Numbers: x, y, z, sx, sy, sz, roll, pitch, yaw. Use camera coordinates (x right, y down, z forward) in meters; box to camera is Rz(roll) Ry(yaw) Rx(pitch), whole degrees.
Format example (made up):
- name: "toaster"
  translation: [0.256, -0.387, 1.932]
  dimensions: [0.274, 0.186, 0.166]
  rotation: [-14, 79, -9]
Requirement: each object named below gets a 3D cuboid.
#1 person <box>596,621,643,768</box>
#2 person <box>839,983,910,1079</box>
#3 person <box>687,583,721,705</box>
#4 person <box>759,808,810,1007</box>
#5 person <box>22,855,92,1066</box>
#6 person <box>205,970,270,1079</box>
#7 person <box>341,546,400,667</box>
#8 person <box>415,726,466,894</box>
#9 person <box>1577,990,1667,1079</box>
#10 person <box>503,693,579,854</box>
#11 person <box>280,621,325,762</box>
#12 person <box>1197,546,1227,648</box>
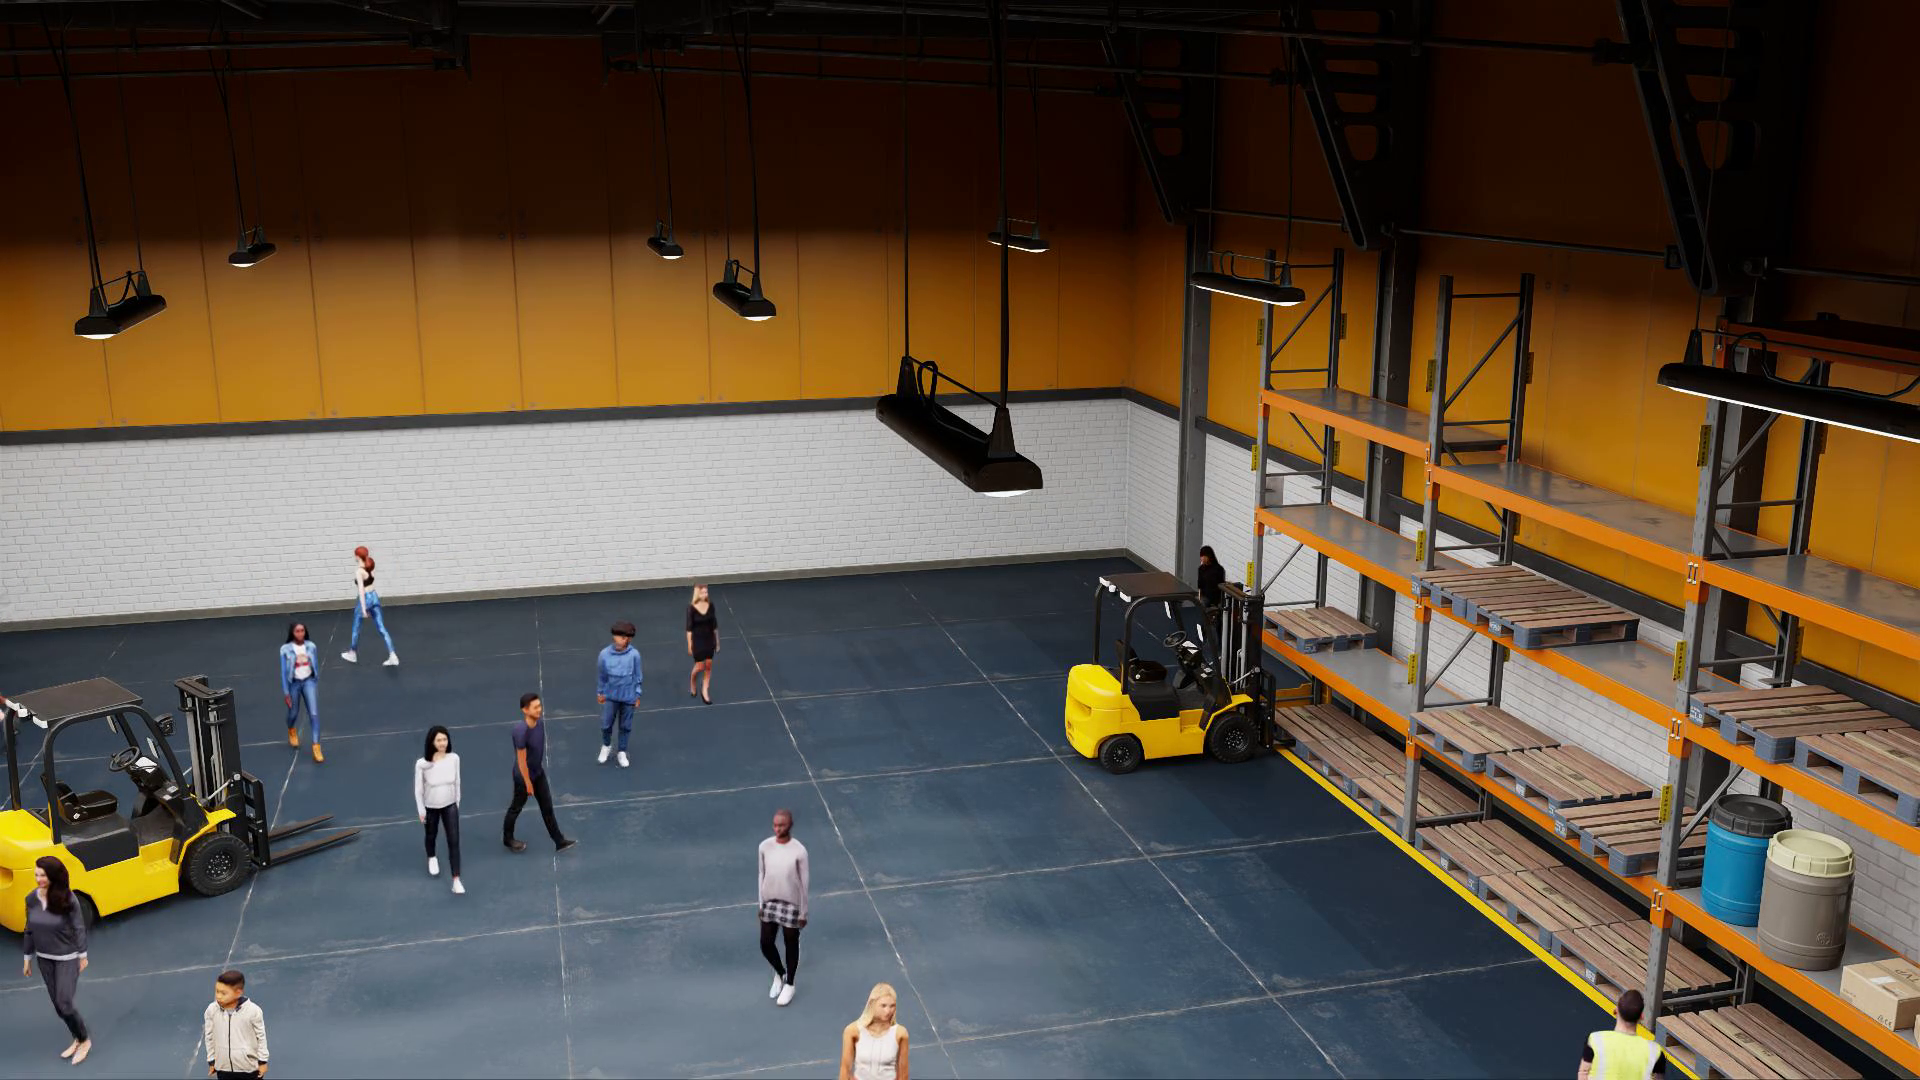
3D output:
- name: "person"
  translation: [-4.071, 1.820, 19.791]
  dimensions: [0.755, 1.789, 0.712]
  rotation: [0, 14, 2]
- name: "person"
  translation: [-0.596, 3.835, 11.486]
  dimensions: [0.783, 1.781, 0.980]
  rotation: [0, 14, 0]
- name: "person"
  translation: [-3.433, 1.353, 21.977]
  dimensions: [0.686, 1.668, 0.739]
  rotation: [-11, 17, -38]
- name: "person"
  translation: [-1.497, 3.132, 14.421]
  dimensions: [0.737, 1.768, 0.755]
  rotation: [4, 14, 15]
- name: "person"
  translation: [-7.273, 3.356, 13.520]
  dimensions: [0.731, 1.754, 0.768]
  rotation: [2, 14, 10]
- name: "person"
  translation: [-5.297, 3.824, 12.229]
  dimensions: [0.618, 1.452, 0.557]
  rotation: [-1, 14, -4]
- name: "person"
  translation: [-8.246, 0.975, 23.404]
  dimensions: [1.164, 1.731, 1.178]
  rotation: [6, 15, 23]
- name: "person"
  translation: [-5.232, 2.656, 16.627]
  dimensions: [0.829, 1.654, 1.210]
  rotation: [-8, 16, -28]
- name: "person"
  translation: [4.396, 3.887, 11.153]
  dimensions: [0.899, 1.837, 0.931]
  rotation: [3, 14, 11]
- name: "person"
  translation: [-4.563, 2.440, 17.316]
  dimensions: [1.117, 1.749, 1.150]
  rotation: [5, 14, 18]
- name: "person"
  translation: [-8.001, 1.806, 20.098]
  dimensions: [0.888, 1.672, 1.242]
  rotation: [-9, 17, -34]
- name: "person"
  translation: [3.691, 0.861, 24.153]
  dimensions: [0.917, 1.600, 1.024]
  rotation: [2, 14, 9]
